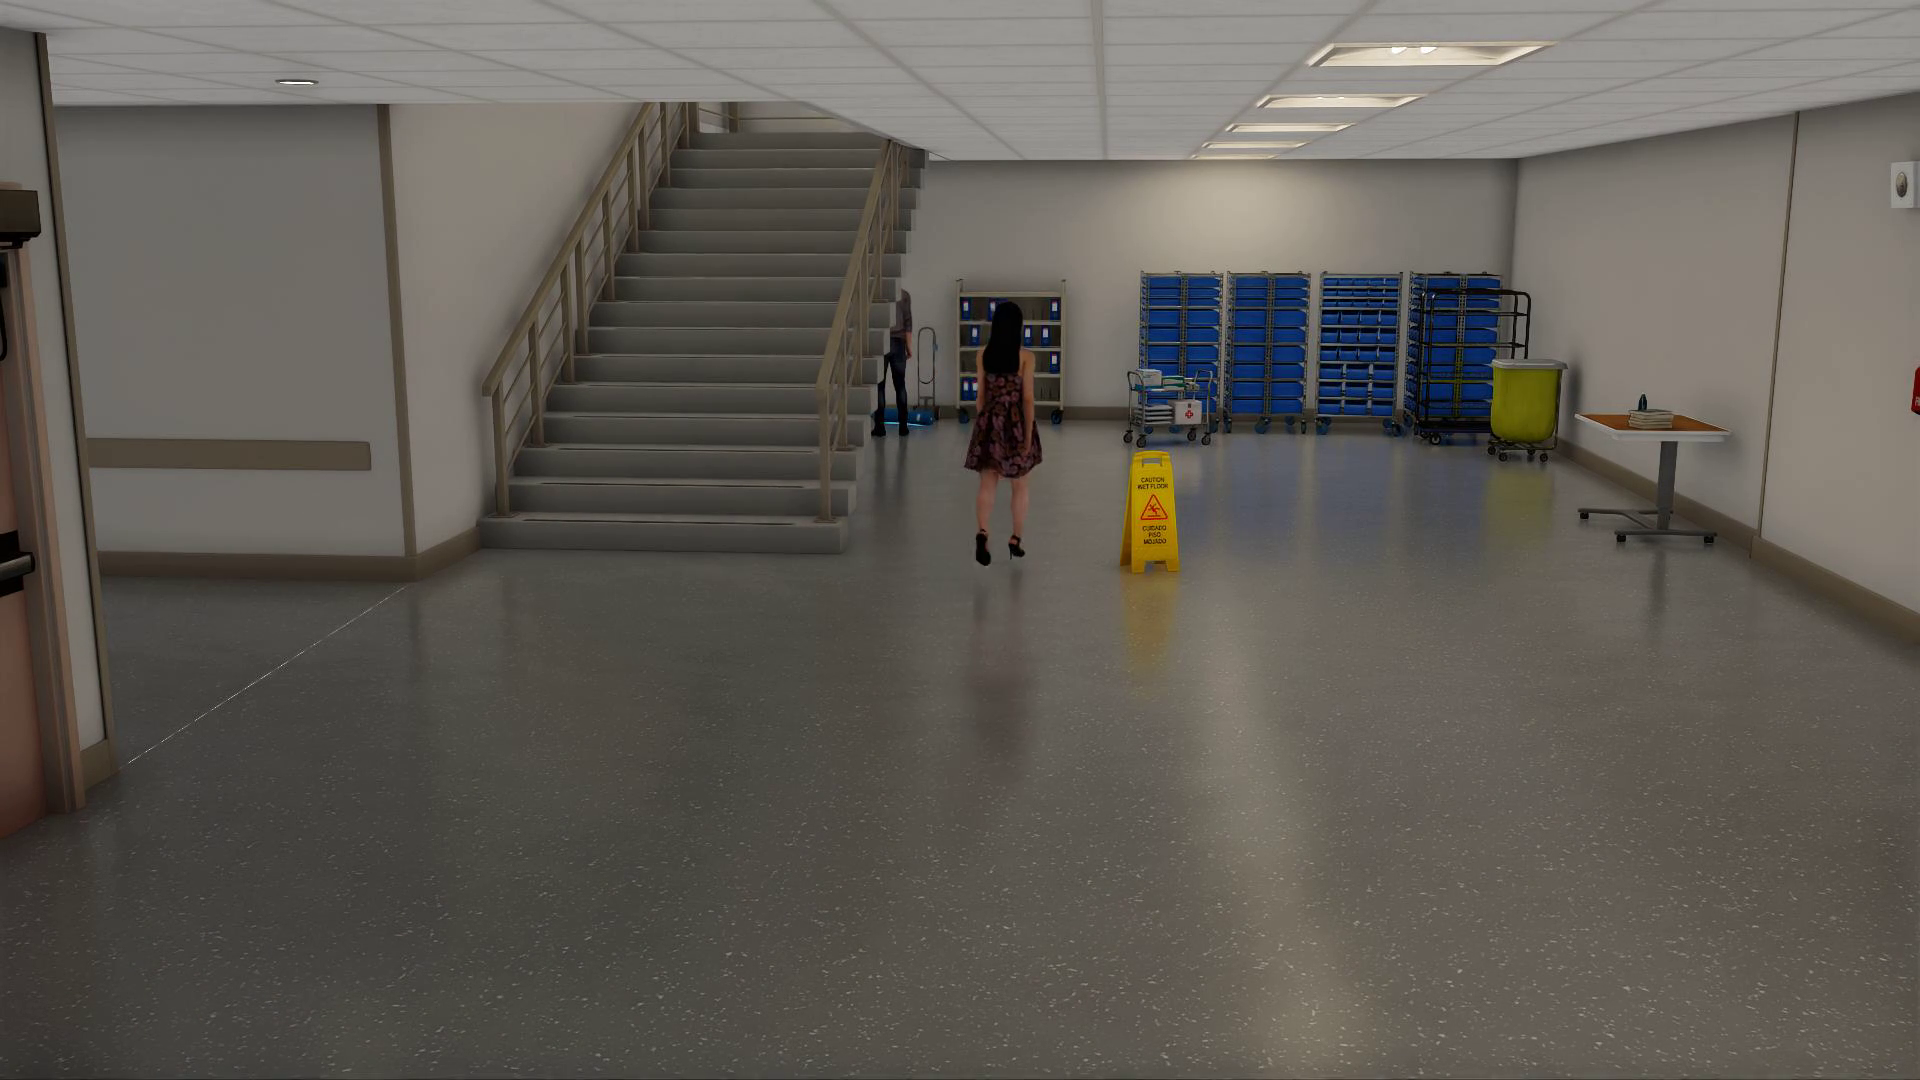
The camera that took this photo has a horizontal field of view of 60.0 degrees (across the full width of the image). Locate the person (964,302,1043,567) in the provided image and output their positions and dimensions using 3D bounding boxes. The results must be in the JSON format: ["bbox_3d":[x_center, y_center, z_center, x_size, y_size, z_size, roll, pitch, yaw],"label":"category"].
[{"bbox_3d":[0.254,-0.633,10.792,0.737,1.735,1.195,2,11,13],"label":"person"}]

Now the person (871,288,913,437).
[{"bbox_3d":[-0.767,-2.083,17.974,0.754,1.905,0.712,-3,11,-14],"label":"person"}]
